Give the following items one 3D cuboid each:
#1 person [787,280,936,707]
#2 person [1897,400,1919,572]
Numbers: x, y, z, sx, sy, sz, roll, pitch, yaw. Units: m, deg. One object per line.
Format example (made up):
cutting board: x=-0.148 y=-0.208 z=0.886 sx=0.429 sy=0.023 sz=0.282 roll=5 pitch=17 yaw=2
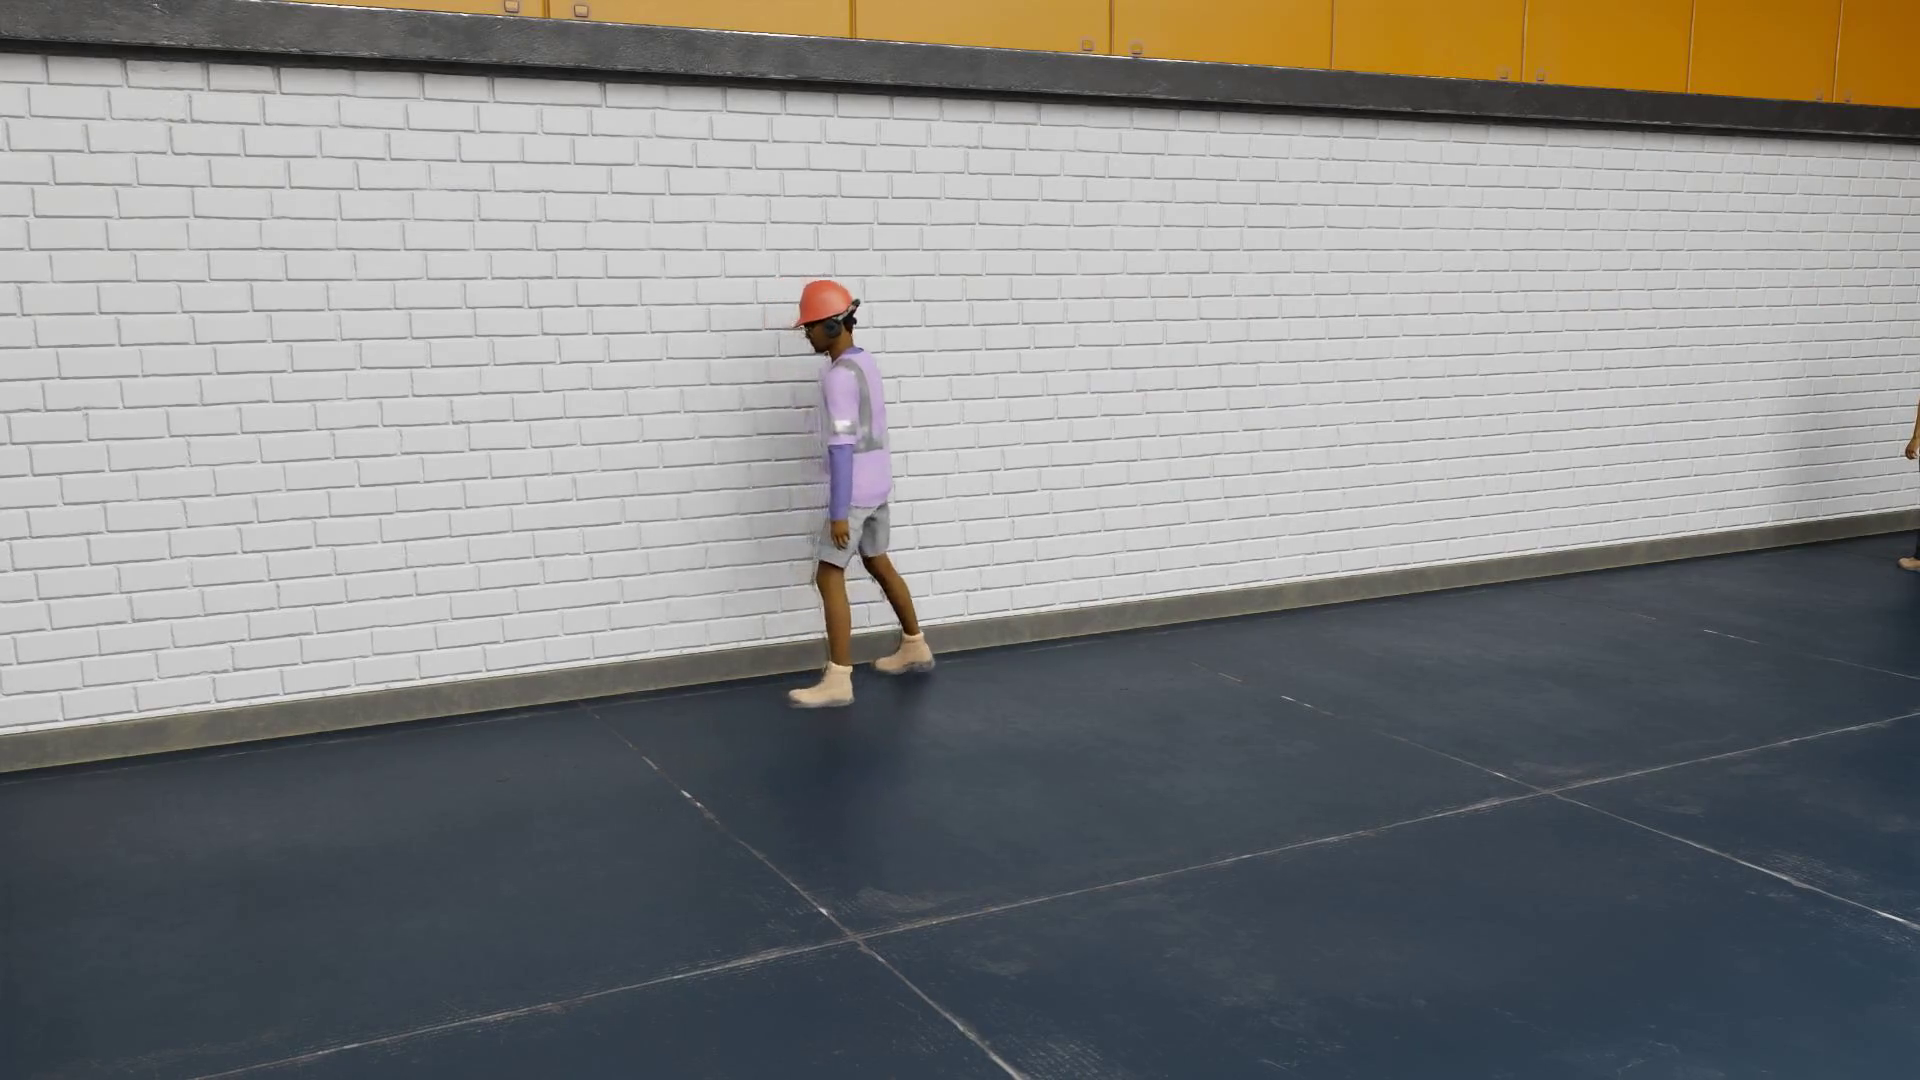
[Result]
person: x=-0.493 y=-0.230 z=7.957 sx=0.588 sy=1.993 sz=0.814 roll=2 pitch=10 yaw=11
person: x=6.520 y=-0.693 z=10.995 sx=0.506 sy=1.847 sz=0.343 roll=-2 pitch=10 yaw=-9
